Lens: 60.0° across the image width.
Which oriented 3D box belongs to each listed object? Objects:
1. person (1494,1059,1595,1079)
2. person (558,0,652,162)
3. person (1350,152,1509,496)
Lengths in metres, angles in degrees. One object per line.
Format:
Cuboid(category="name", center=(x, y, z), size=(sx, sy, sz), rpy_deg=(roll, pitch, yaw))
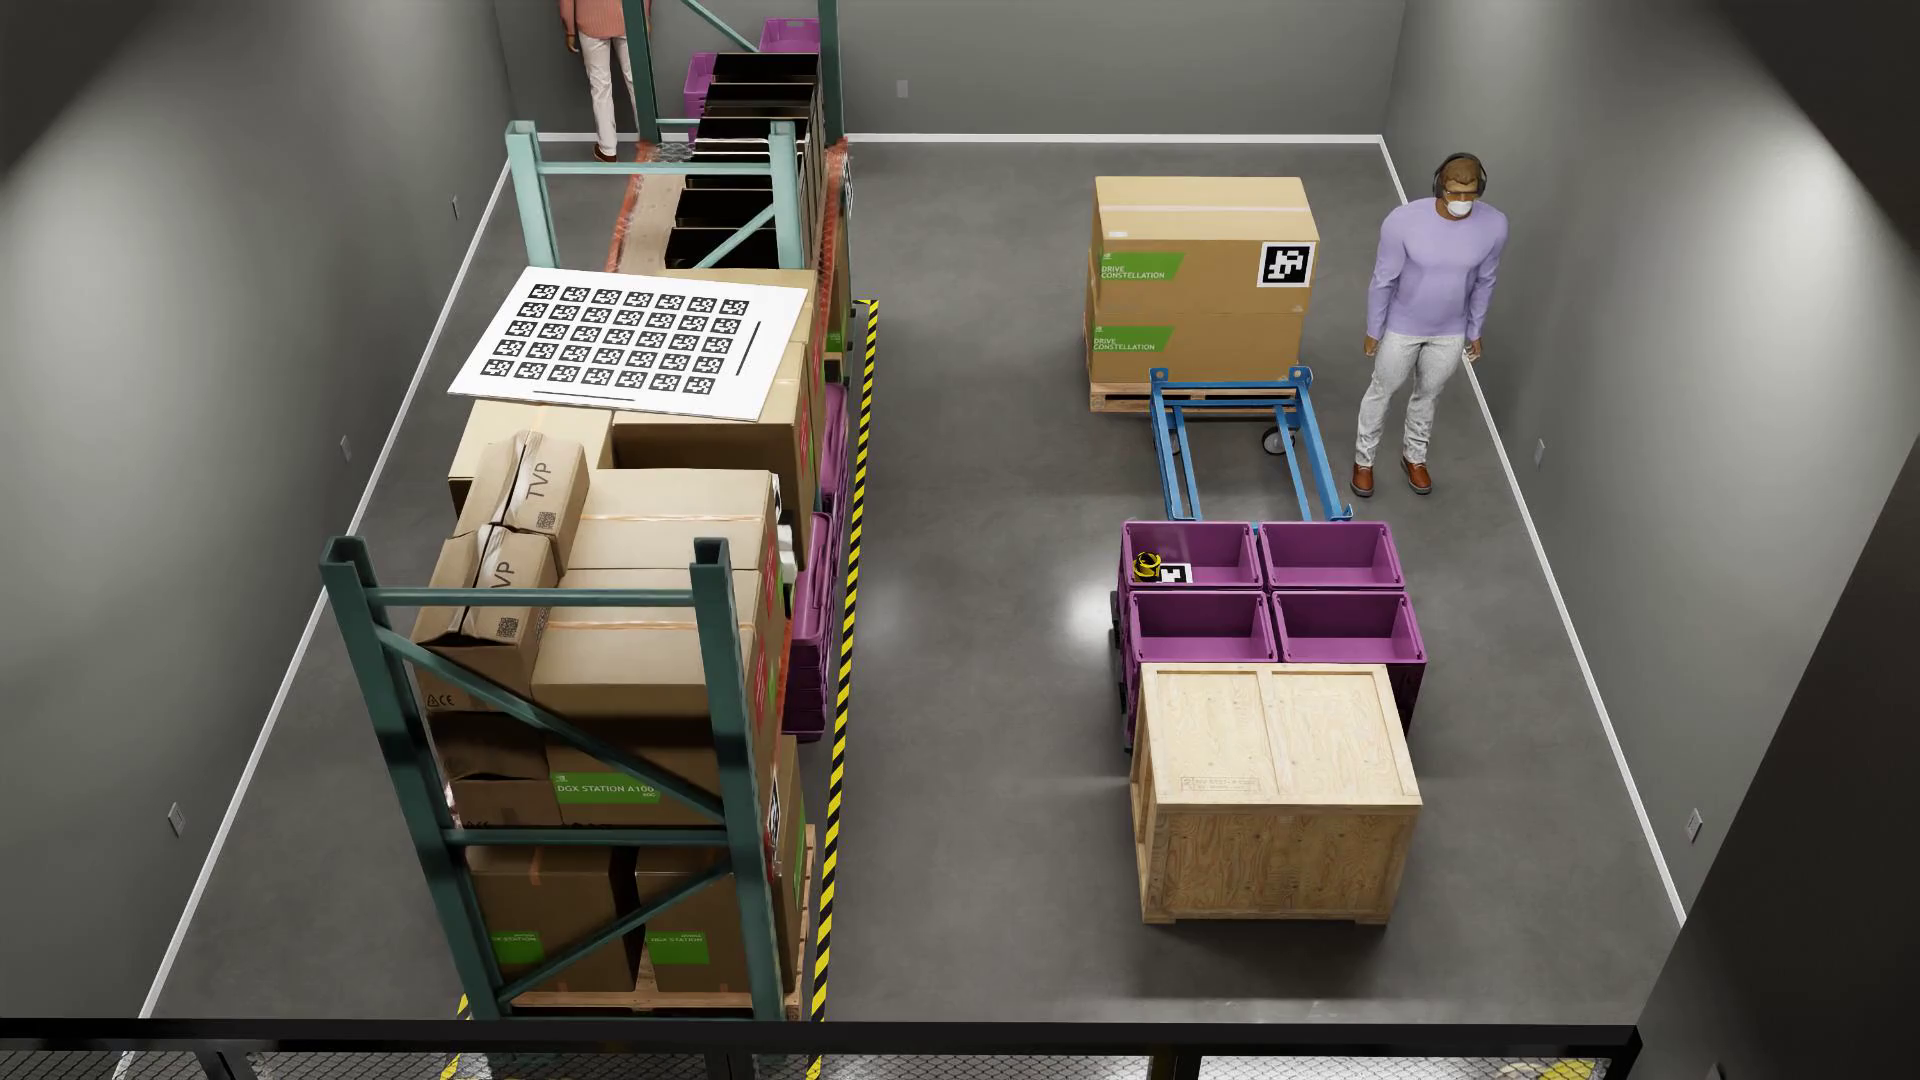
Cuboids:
Cuboid(category="person", center=(1.609, 2.063, 4.839), size=(0.404, 1.835, 0.587), rpy_deg=(6, 42, 7))
Cuboid(category="person", center=(-2.329, -3.422, 10.974), size=(0.612, 1.995, 0.377), rpy_deg=(-16, 44, -18))
Cuboid(category="person", center=(2.329, -1.061, 8.323), size=(0.627, 1.941, 0.370), rpy_deg=(-1, 41, -1))
